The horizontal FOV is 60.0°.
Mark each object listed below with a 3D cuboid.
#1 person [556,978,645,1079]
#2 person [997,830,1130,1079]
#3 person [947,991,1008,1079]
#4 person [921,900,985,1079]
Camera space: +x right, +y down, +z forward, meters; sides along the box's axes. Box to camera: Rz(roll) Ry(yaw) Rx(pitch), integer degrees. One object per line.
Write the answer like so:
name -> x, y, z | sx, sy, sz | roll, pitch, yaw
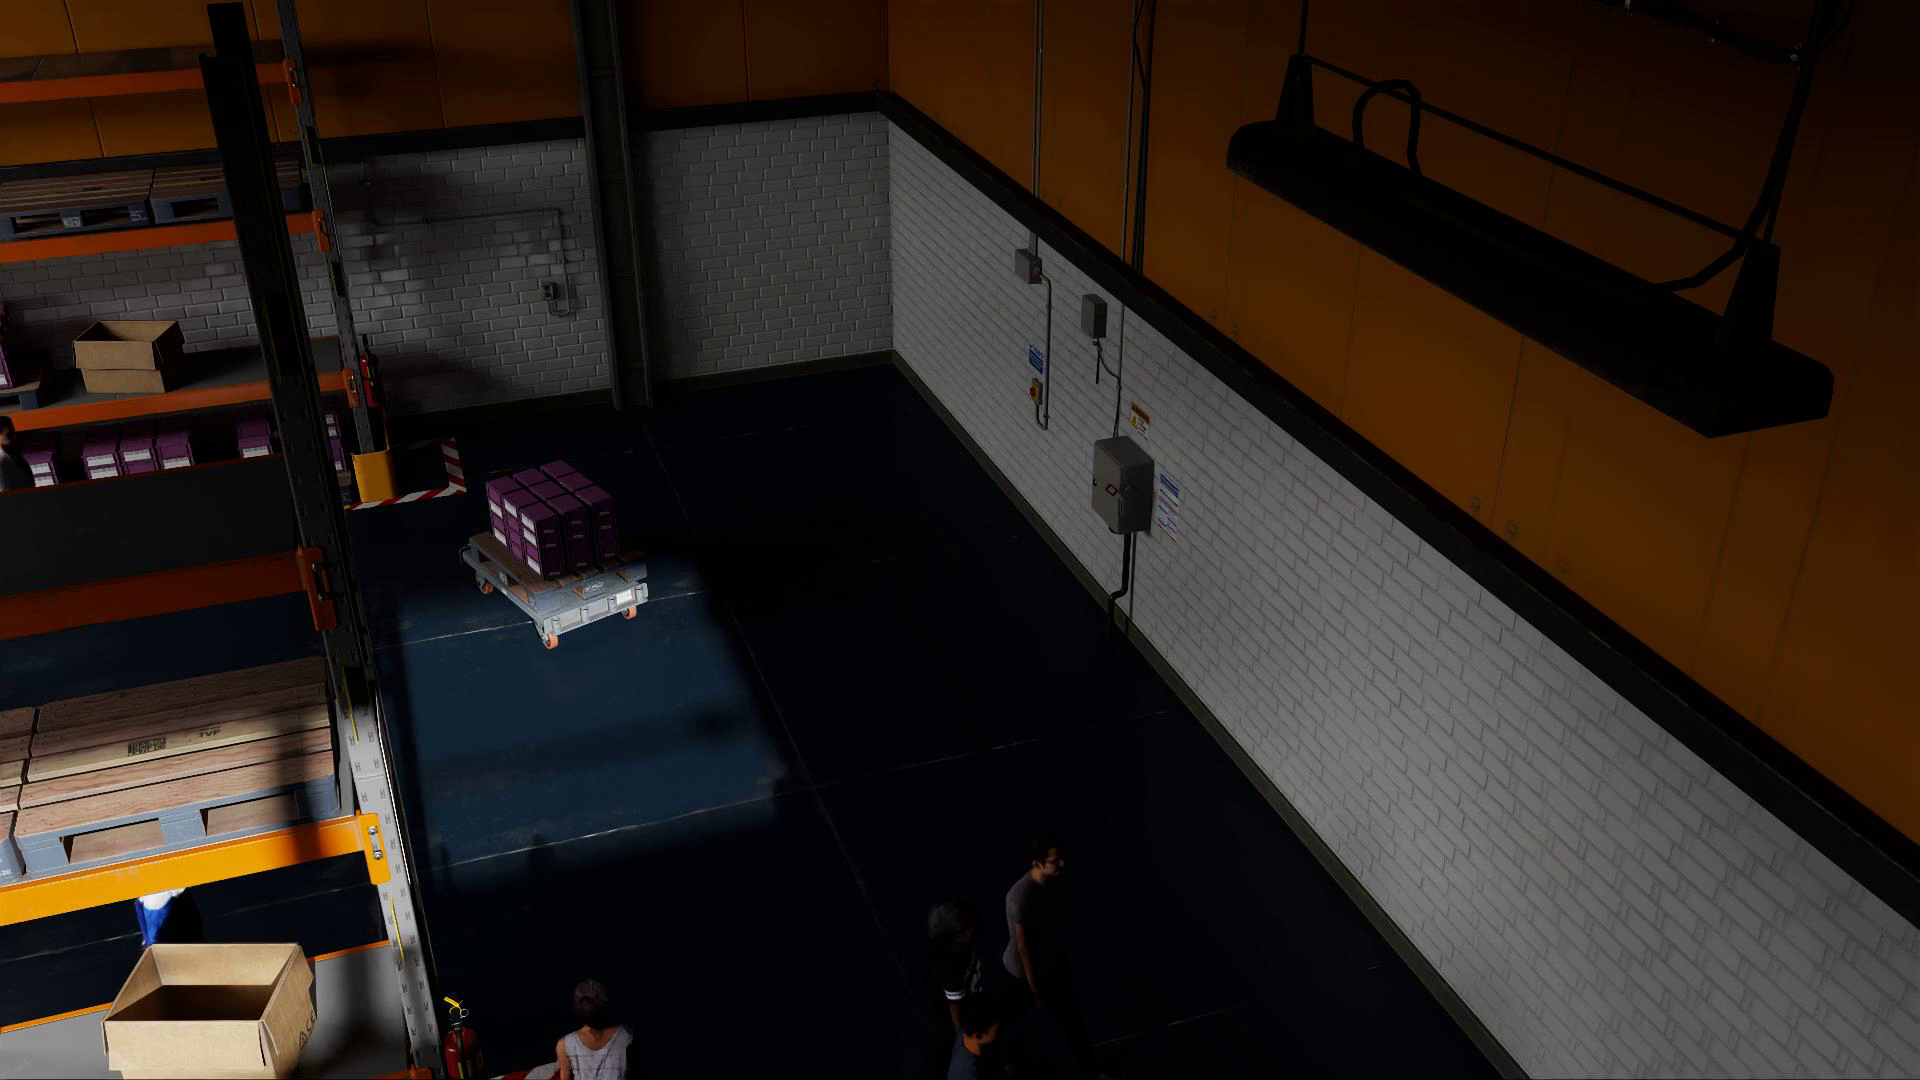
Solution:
person -> -1.739, 2.886, 8.193 | 0.958, 1.581, 0.695 | -6, 29, -11
person -> 0.329, 2.299, 9.130 | 1.086, 1.713, 1.141 | 19, 34, 31
person -> -0.026, 2.874, 8.015 | 1.207, 1.773, 1.042 | 5, 29, 9
person -> -0.113, 2.567, 8.644 | 0.803, 1.709, 0.756 | 4, 29, 8
